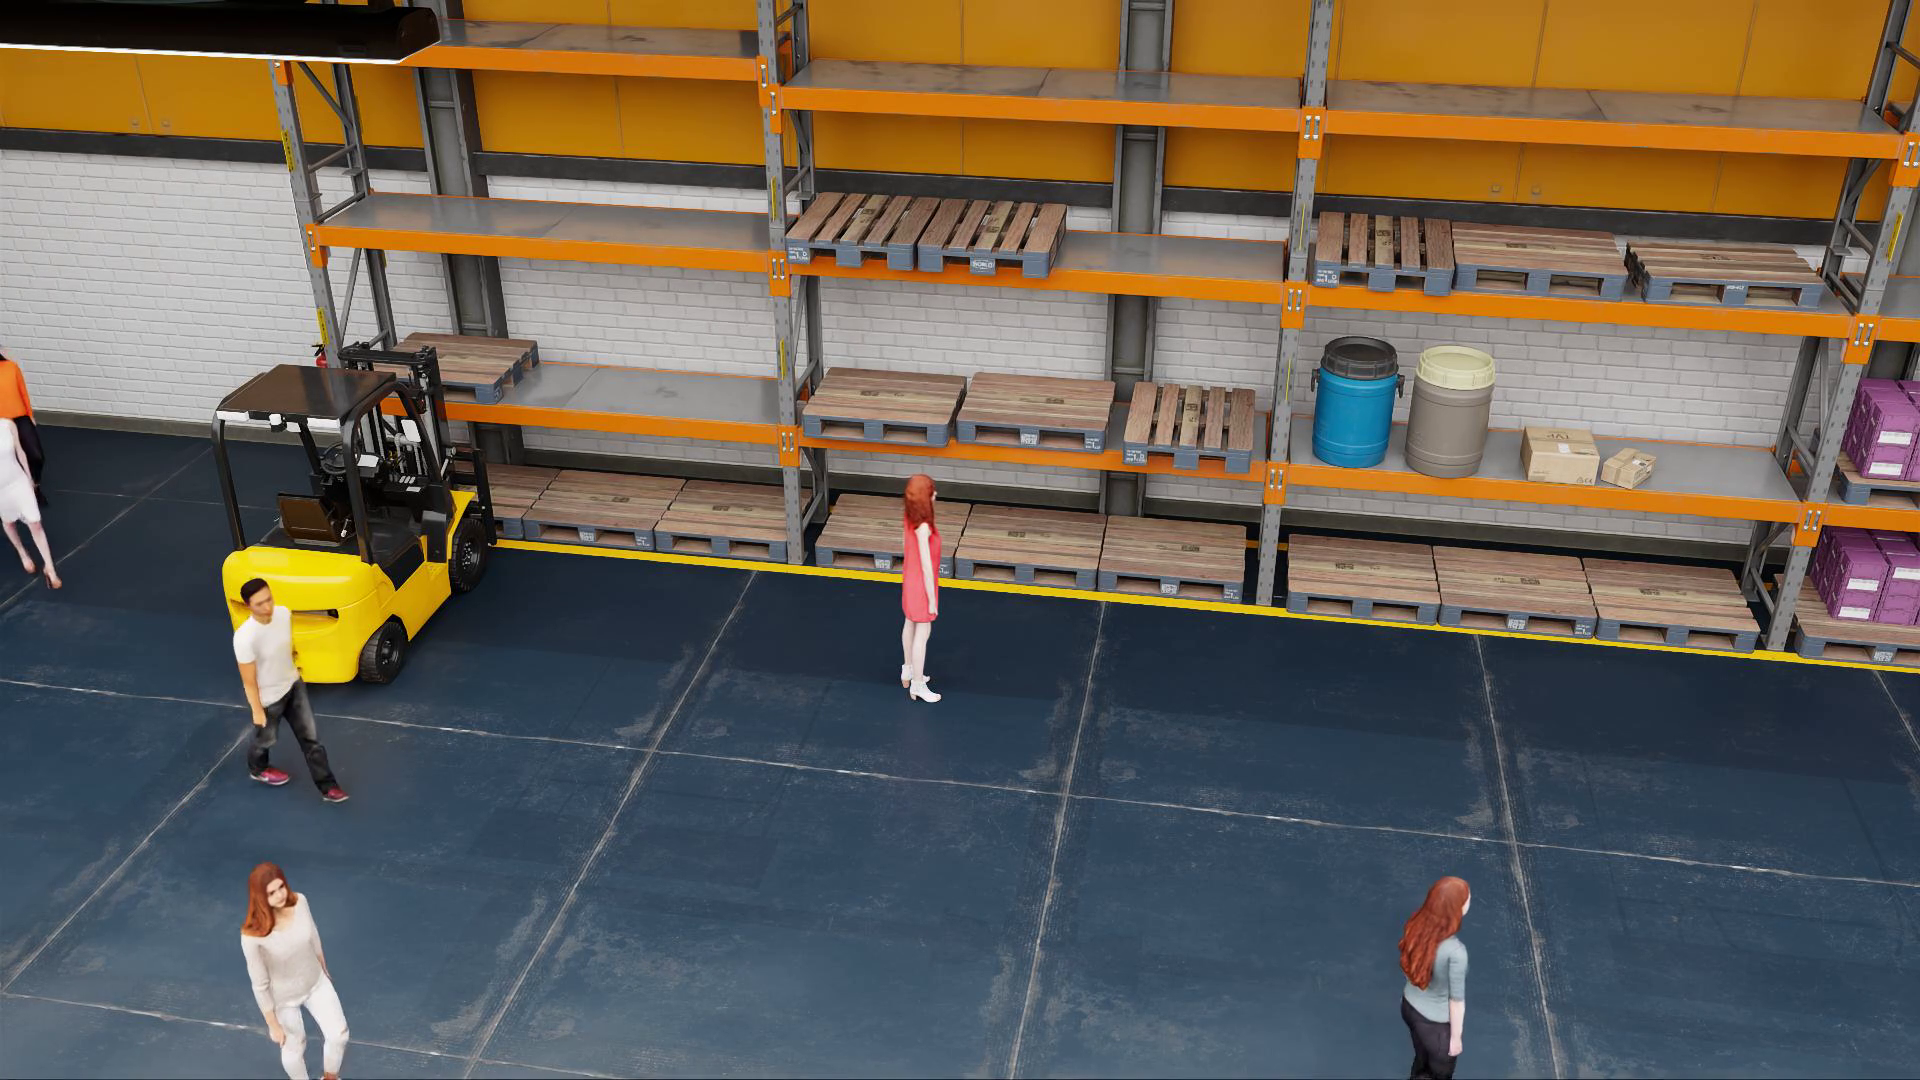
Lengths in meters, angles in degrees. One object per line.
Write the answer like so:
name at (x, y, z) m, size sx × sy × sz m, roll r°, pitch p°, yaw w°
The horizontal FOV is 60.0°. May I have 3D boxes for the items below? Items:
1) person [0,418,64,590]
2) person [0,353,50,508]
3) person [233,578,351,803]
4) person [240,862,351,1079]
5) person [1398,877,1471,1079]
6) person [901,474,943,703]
person at (-7.906, -0.449, 13.751) m, size 1.049 × 1.758 × 0.910 m, roll 25°, pitch 37°, yaw 38°
person at (-8.536, -1.042, 14.864) m, size 0.766 × 1.733 × 0.734 m, roll 24°, pitch 37°, yaw 37°
person at (-4.646, 0.988, 11.130) m, size 1.215 × 1.747 × 0.904 m, roll 11°, pitch 30°, yaw 19°
person at (-3.544, 2.336, 8.708) m, size 0.708 × 1.699 × 0.701 m, roll 16°, pitch 33°, yaw 27°
person at (2.334, 2.456, 8.455) m, size 1.010 × 1.731 × 0.858 m, roll -10°, pitch 30°, yaw -17°
person at (-0.300, 0.343, 12.230) m, size 0.666 × 1.826 × 0.676 m, roll -8°, pitch 30°, yaw -15°
